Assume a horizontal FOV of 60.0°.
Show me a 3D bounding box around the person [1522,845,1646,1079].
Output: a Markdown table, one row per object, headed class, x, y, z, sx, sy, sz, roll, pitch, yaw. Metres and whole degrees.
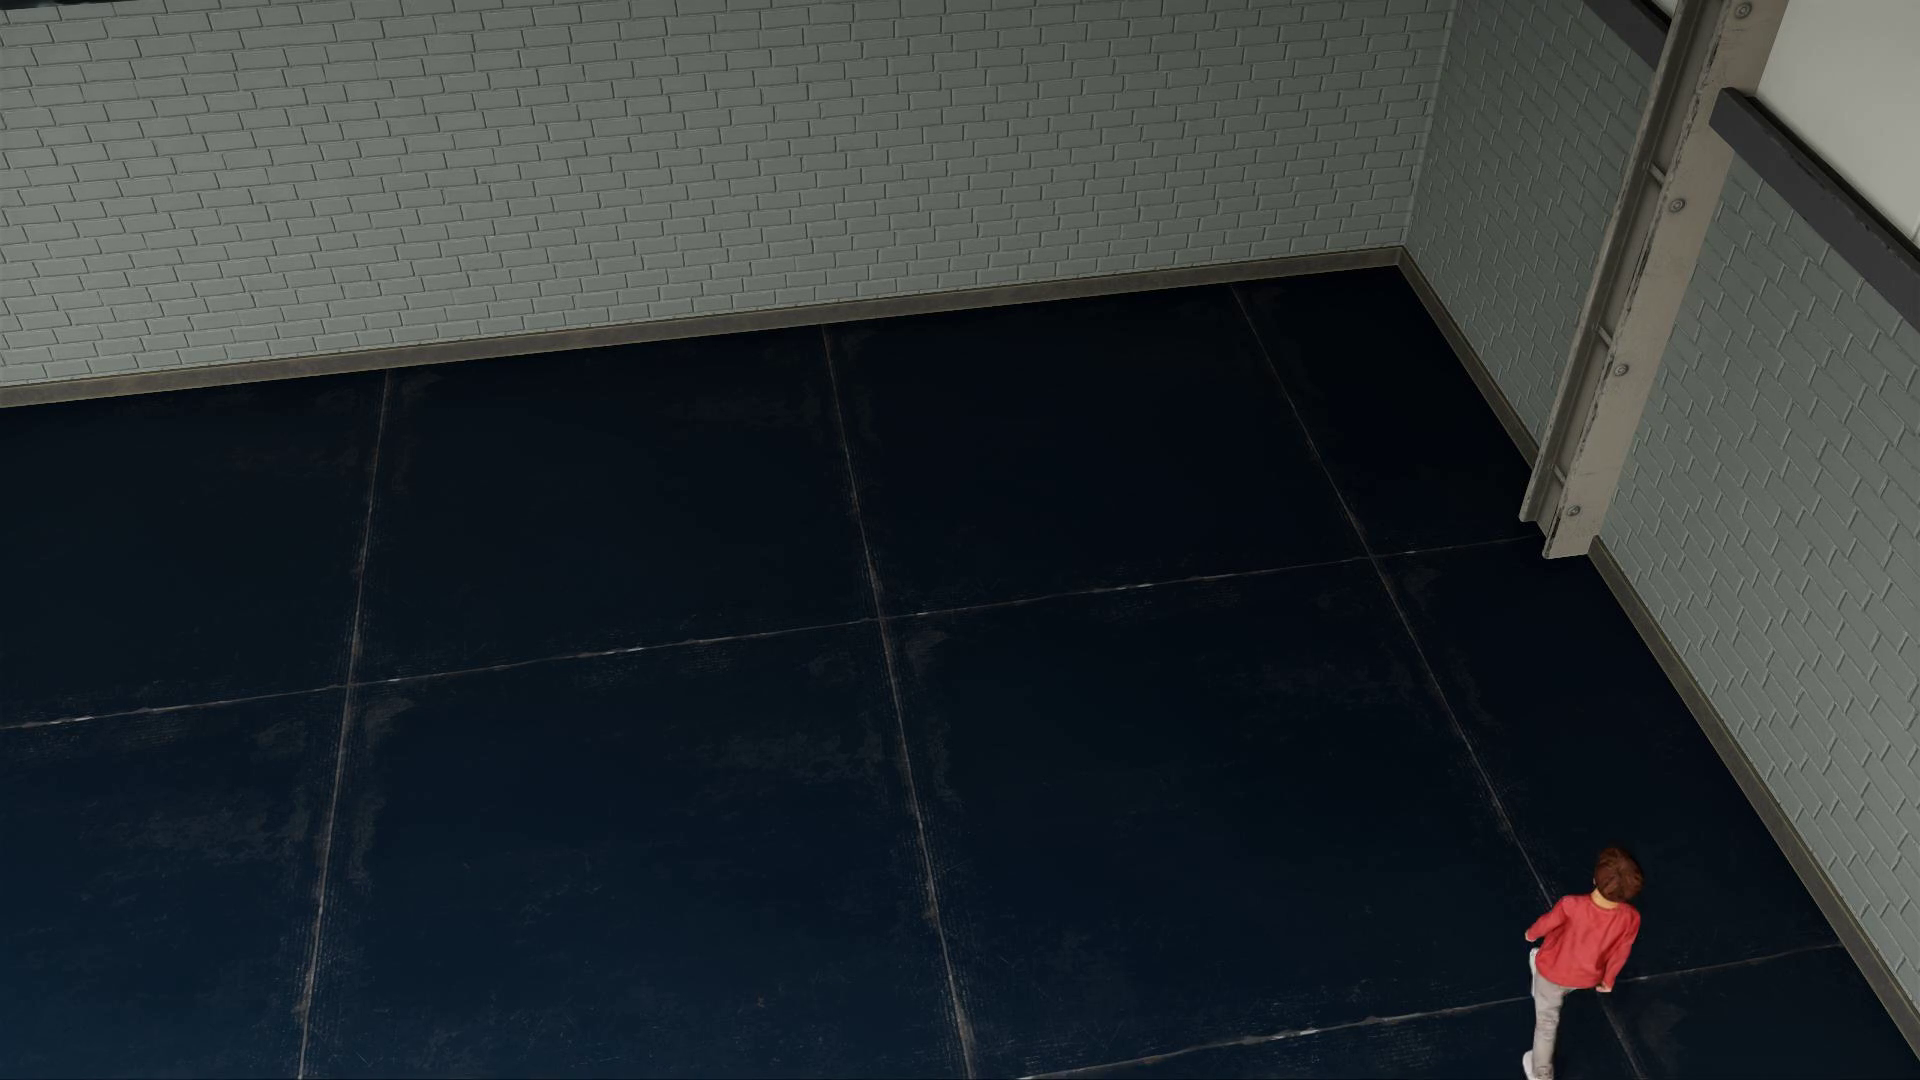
| class | x | y | z | sx | sy | sz | roll | pitch | yaw |
| --- | --- | --- | --- | --- | --- | --- | --- | --- | --- |
| person | 2.634 | 1.887 | 7.137 | 0.656 | 1.376 | 0.984 | 2 | 43 | 2 |
